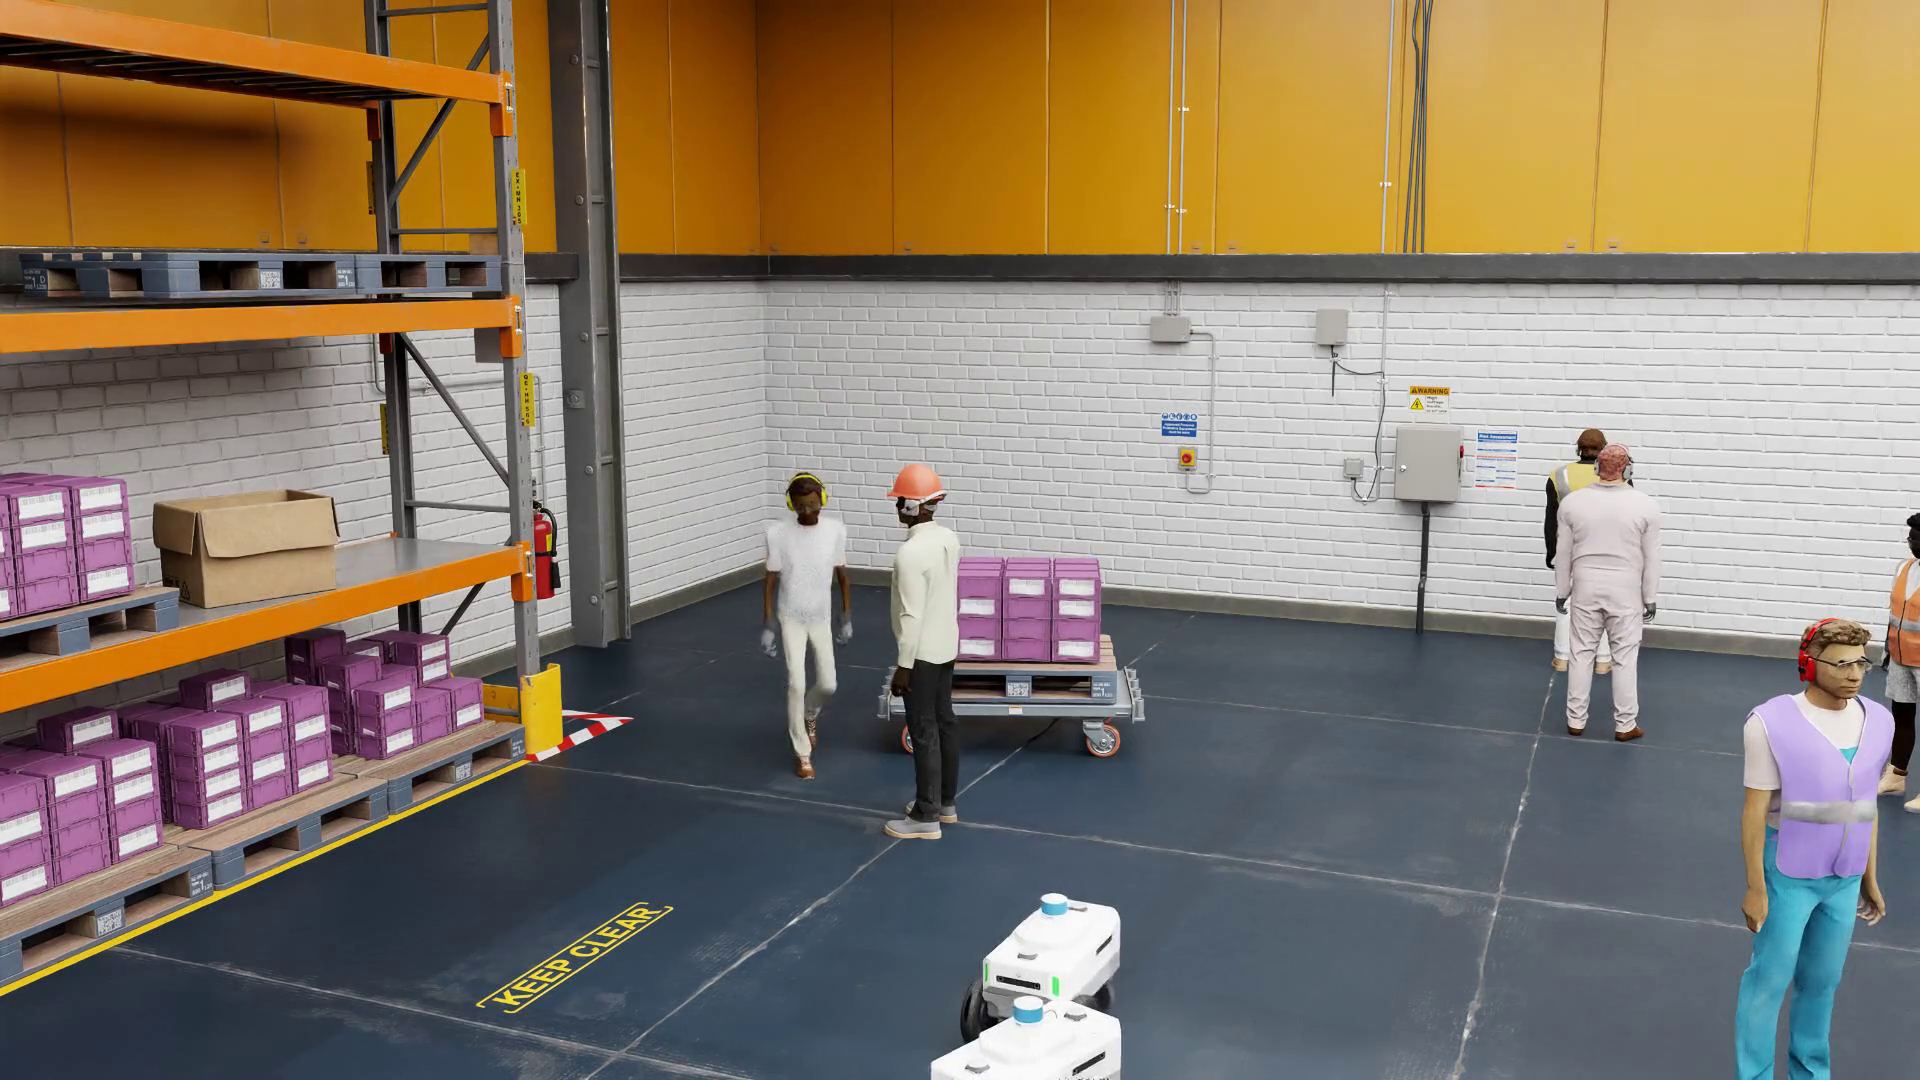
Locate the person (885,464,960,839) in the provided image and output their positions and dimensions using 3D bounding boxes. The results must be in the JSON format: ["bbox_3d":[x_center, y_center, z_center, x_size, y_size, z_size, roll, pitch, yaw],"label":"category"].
[{"bbox_3d":[-0.202,0.590,8.846,0.383,1.996,0.609,4,10,22],"label":"person"}]

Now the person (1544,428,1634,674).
[{"bbox_3d":[4.674,0.083,12.400,0.624,1.840,0.429,4,10,20],"label":"person"}]

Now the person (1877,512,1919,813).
[{"bbox_3d":[5.361,0.669,9.281,0.320,1.692,0.531,-2,10,-13],"label":"person"}]

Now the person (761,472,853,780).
[{"bbox_3d":[-0.926,0.482,9.976,0.580,1.836,0.561,-3,10,-18],"label":"person"}]

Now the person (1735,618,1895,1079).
[{"bbox_3d":[2.952,1.169,5.789,0.567,1.846,0.389,-3,10,-17],"label":"person"}]

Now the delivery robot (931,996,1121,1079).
[{"bbox_3d":[0.232,1.792,5.636,0.477,0.478,0.707,8,12,42],"label":"delivery robot"}]

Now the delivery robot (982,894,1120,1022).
[{"bbox_3d":[0.370,1.639,6.557,0.477,0.478,0.707,4,10,25],"label":"delivery robot"}]

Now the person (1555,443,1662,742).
[{"bbox_3d":[4.155,0.332,10.673,0.638,1.911,0.402,6,11,32],"label":"person"}]
